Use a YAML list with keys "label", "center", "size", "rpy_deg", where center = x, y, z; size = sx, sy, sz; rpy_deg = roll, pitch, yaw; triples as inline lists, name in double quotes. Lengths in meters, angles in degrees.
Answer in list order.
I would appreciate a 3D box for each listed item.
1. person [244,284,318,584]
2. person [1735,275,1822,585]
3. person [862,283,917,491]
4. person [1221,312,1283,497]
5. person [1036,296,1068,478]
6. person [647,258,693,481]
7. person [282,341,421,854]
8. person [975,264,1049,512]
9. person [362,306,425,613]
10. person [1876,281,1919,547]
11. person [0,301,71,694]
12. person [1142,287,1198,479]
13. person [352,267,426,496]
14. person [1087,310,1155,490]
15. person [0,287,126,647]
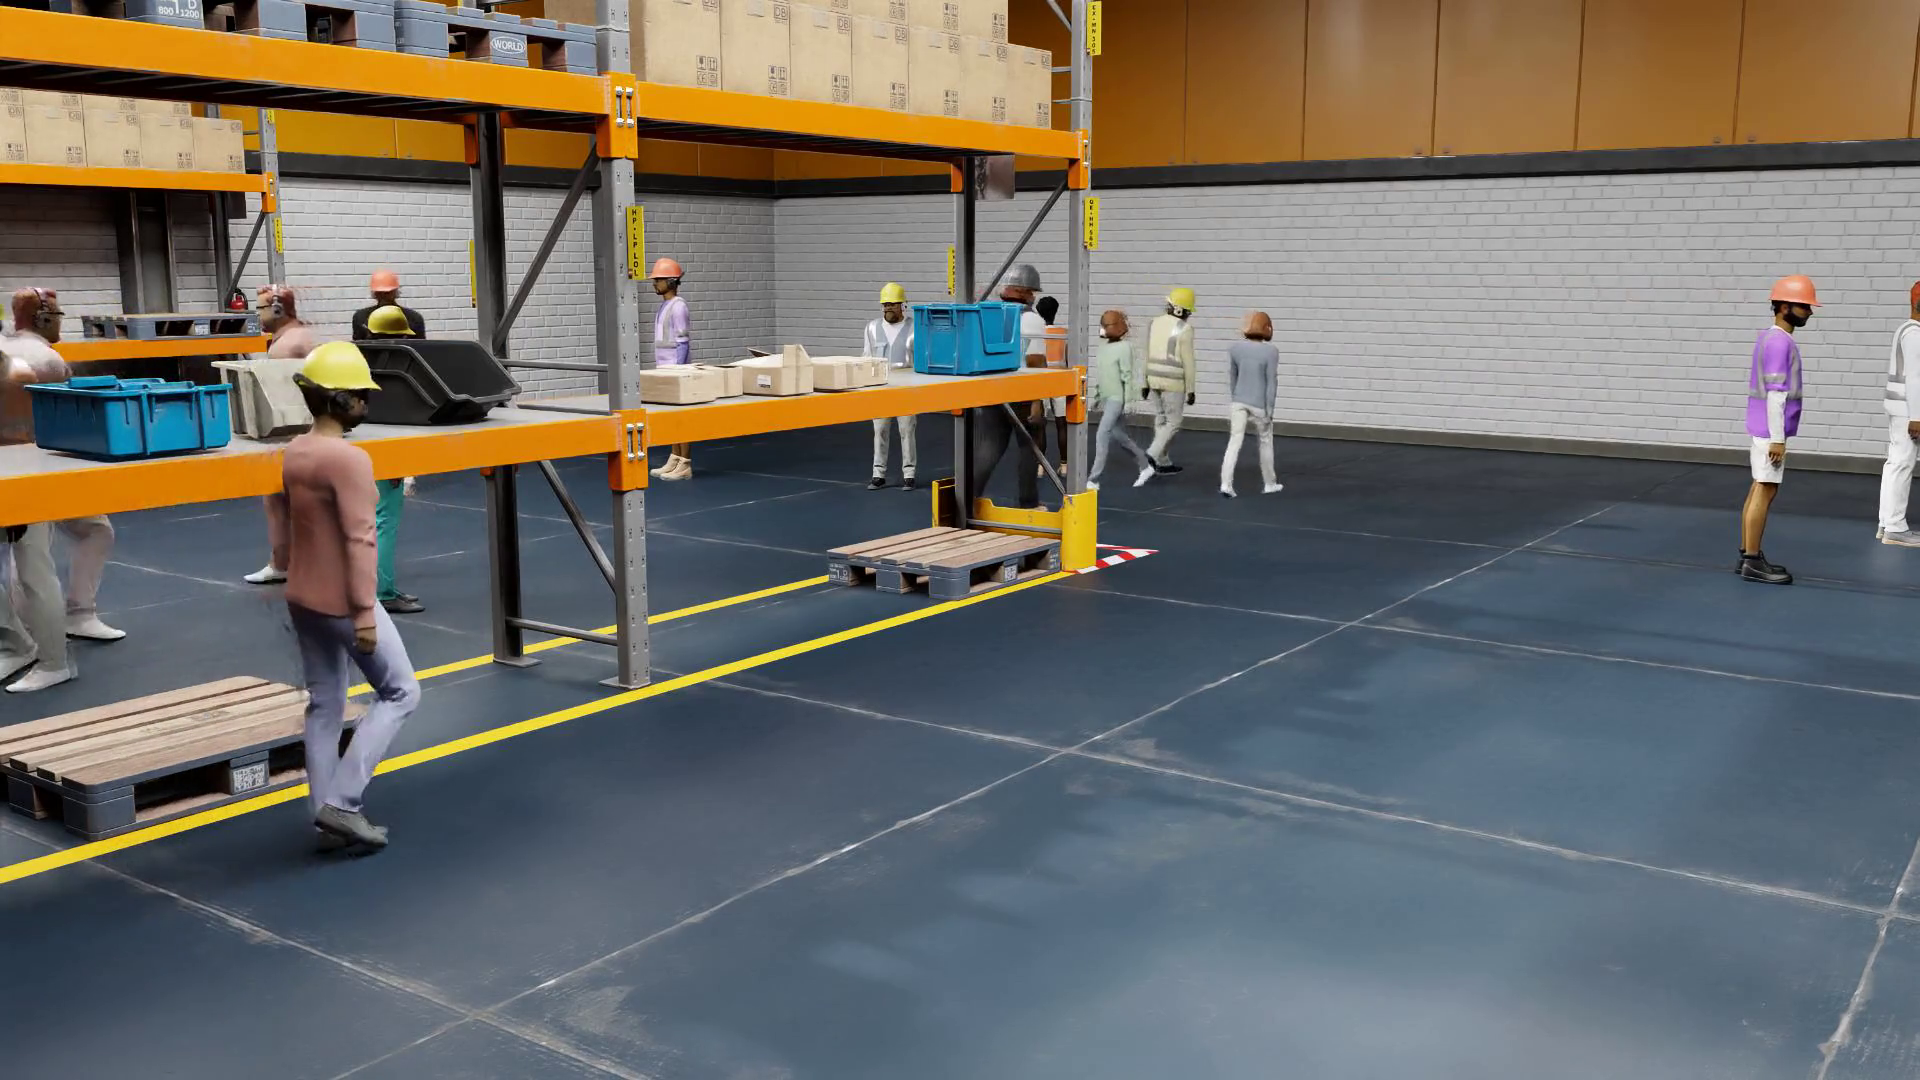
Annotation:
- label: "person"
  center: [-4.157, -0.616, 10.205]
  size: [0.772, 1.878, 0.676]
  rpy_deg: [-3, 10, -19]
- label: "person"
  center: [5.158, -0.694, 10.486]
  size: [0.373, 1.933, 0.550]
  rpy_deg: [4, 10, 22]
- label: "person"
  center: [-0.578, -1.342, 14.646]
  size: [0.597, 1.831, 0.403]
  rpy_deg: [2, 10, 11]
- label: "person"
  center: [2.501, -1.163, 14.291]
  size: [0.508, 1.592, 0.843]
  rpy_deg: [7, 12, 37]
- label: "person"
  center: [0.827, -1.423, 15.548]
  size: [0.538, 1.692, 0.320]
  rpy_deg: [-3, 10, -17]
- label: "person"
  center: [-2.680, -1.569, 15.376]
  size: [0.376, 2.043, 0.609]
  rpy_deg: [-4, 11, -25]
- label: "person"
  center: [-2.080, 0.207, 5.643]
  size: [0.549, 1.750, 0.368]
  rpy_deg: [8, 12, 40]
- label: "person"
  center: [0.363, -1.158, 12.933]
  size: [0.695, 2.000, 0.783]
  rpy_deg: [8, 13, 41]
- label: "person"
  center: [-3.280, -0.465, 9.624]
  size: [0.327, 1.767, 0.533]
  rpy_deg: [-4, 10, -23]
- label: "person"
  center: [6.799, -0.904, 11.884]
  size: [0.355, 1.887, 0.573]
  rpy_deg: [4, 10, 23]
- label: "person"
  center: [-4.449, -0.220, 7.743]
  size: [0.604, 1.907, 0.481]
  rpy_deg: [6, 11, 32]
- label: "person"
  center: [1.895, -1.449, 15.441]
  size: [0.671, 1.787, 0.656]
  rpy_deg: [-7, 12, -35]
- label: "person"
  center: [-4.876, -1.342, 14.249]
  size: [0.670, 1.966, 0.521]
  rpy_deg: [-1, 10, -5]
- label: "person"
  center: [1.393, -1.241, 14.745]
  size: [0.824, 1.598, 0.511]
  rpy_deg: [-4, 10, -22]
- label: "person"
  center: [-4.706, -0.368, 8.686]
  size: [0.685, 1.882, 0.634]
  rpy_deg: [7, 12, 37]
